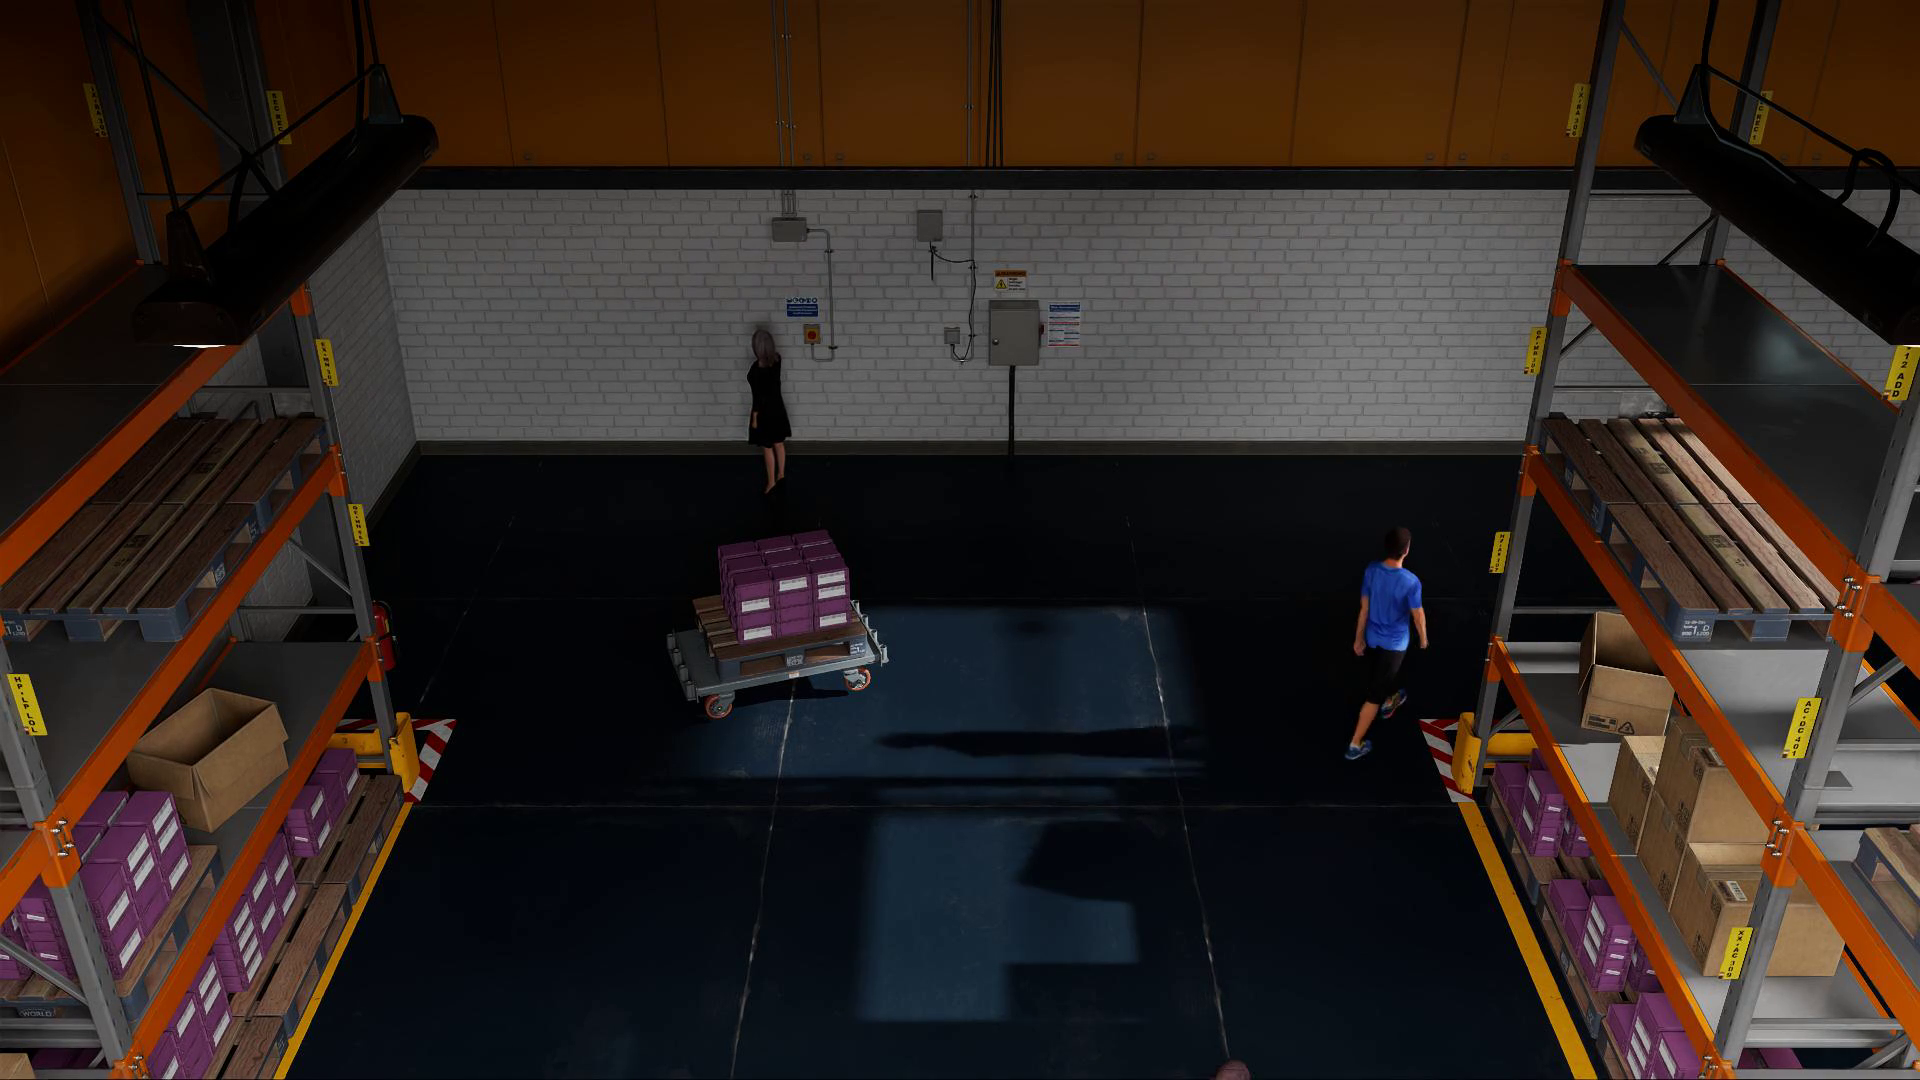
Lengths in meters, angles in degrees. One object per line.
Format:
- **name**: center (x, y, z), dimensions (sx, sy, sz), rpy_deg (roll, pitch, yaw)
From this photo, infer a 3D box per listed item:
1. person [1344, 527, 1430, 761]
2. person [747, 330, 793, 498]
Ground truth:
- **person**: center (3.137, 0.822, 12.440), dimensions (1.167, 1.816, 1.223), rpy_deg (25, 38, 38)
- **person**: center (-1.882, -1.241, 16.294), dimensions (0.758, 1.747, 0.671), rpy_deg (18, 33, 29)
